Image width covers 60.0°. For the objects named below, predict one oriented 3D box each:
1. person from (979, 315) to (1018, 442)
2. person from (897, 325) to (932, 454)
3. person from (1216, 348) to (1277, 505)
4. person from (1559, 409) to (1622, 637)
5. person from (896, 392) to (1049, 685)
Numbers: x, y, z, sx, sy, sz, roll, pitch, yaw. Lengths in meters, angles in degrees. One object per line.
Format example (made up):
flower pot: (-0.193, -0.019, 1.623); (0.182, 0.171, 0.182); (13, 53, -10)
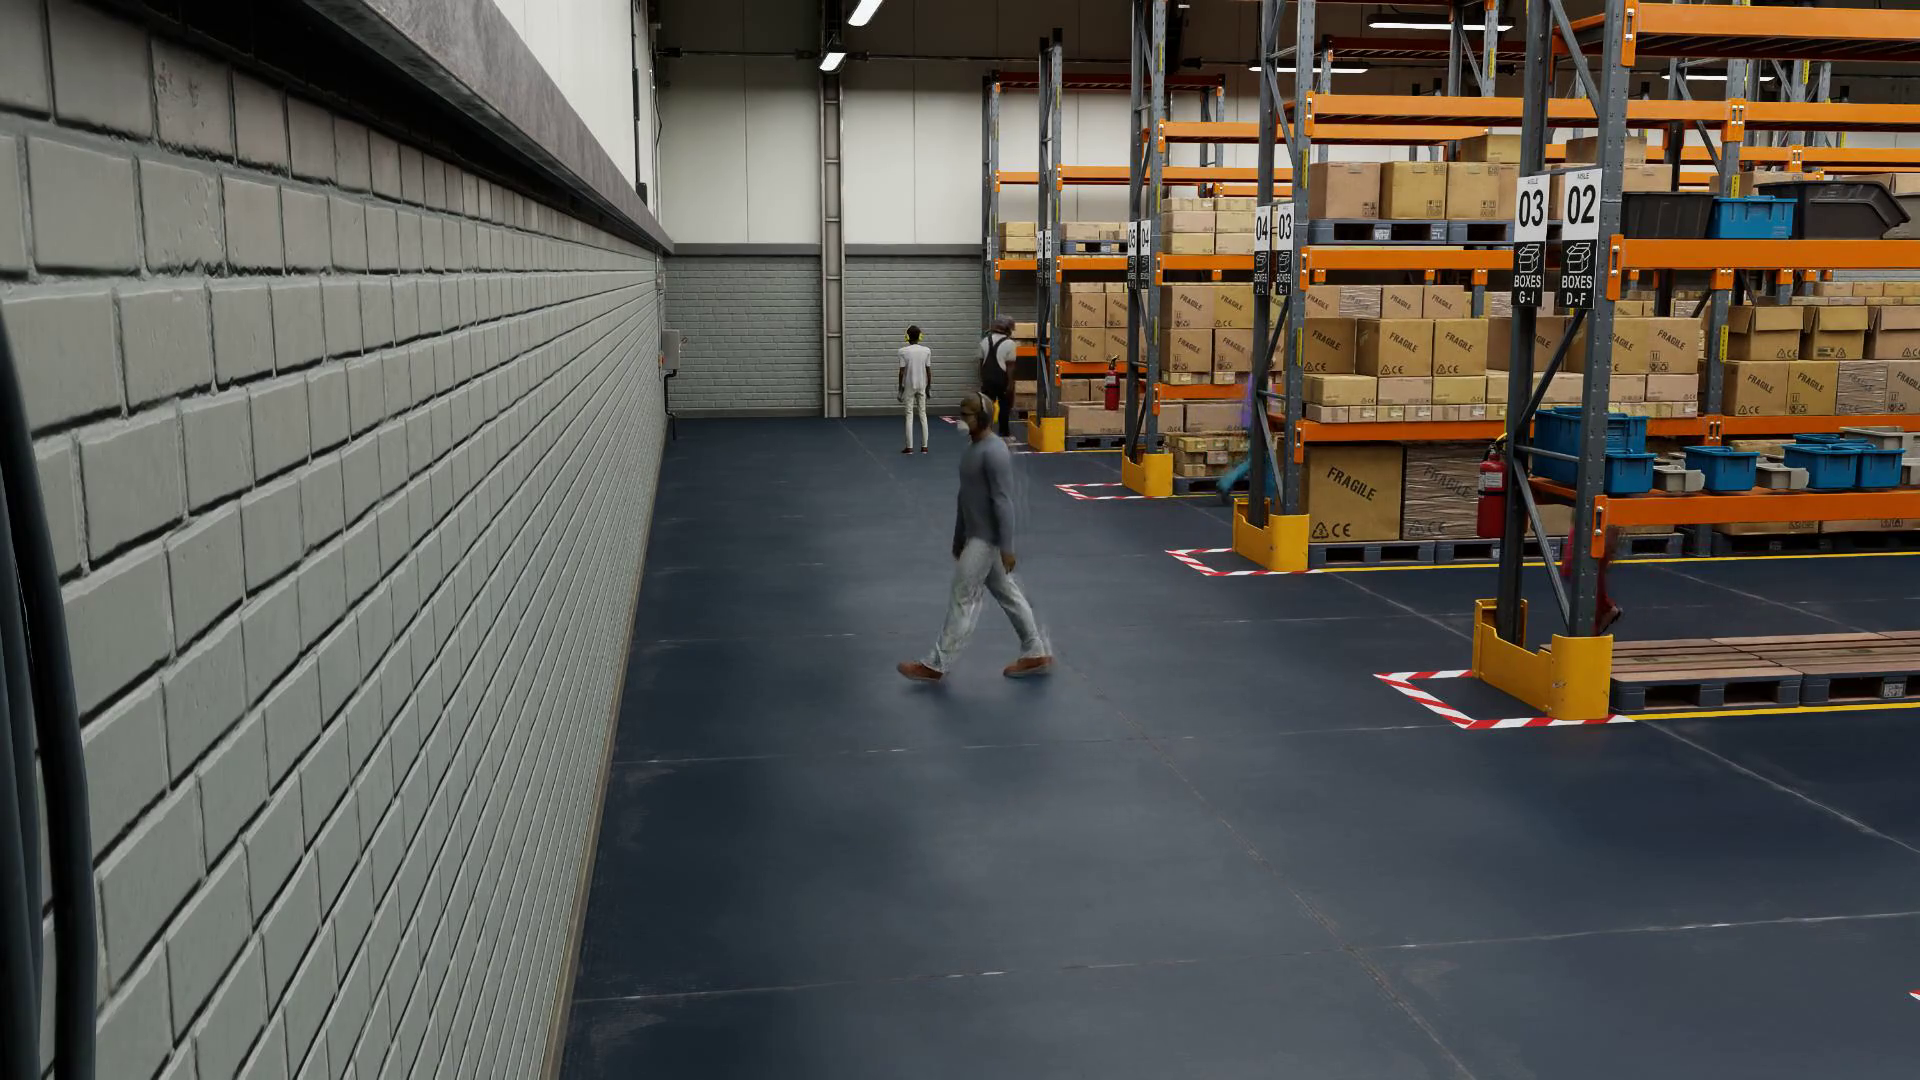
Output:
person: (0.538, -2.487, 25.486); (0.745, 2.000, 0.941); (7, 12, 38)
person: (-0.659, -2.177, 24.113); (0.509, 1.868, 0.328); (-3, 10, -18)
person: (3.335, -1.274, 18.709); (0.843, 1.823, 0.579); (0, 9, 0)
person: (4.450, -0.092, 11.624); (0.432, 1.753, 0.526); (-2, 10, -15)
person: (0.121, -0.010, 10.688); (1.047, 1.884, 0.645); (-2, 9, -13)
